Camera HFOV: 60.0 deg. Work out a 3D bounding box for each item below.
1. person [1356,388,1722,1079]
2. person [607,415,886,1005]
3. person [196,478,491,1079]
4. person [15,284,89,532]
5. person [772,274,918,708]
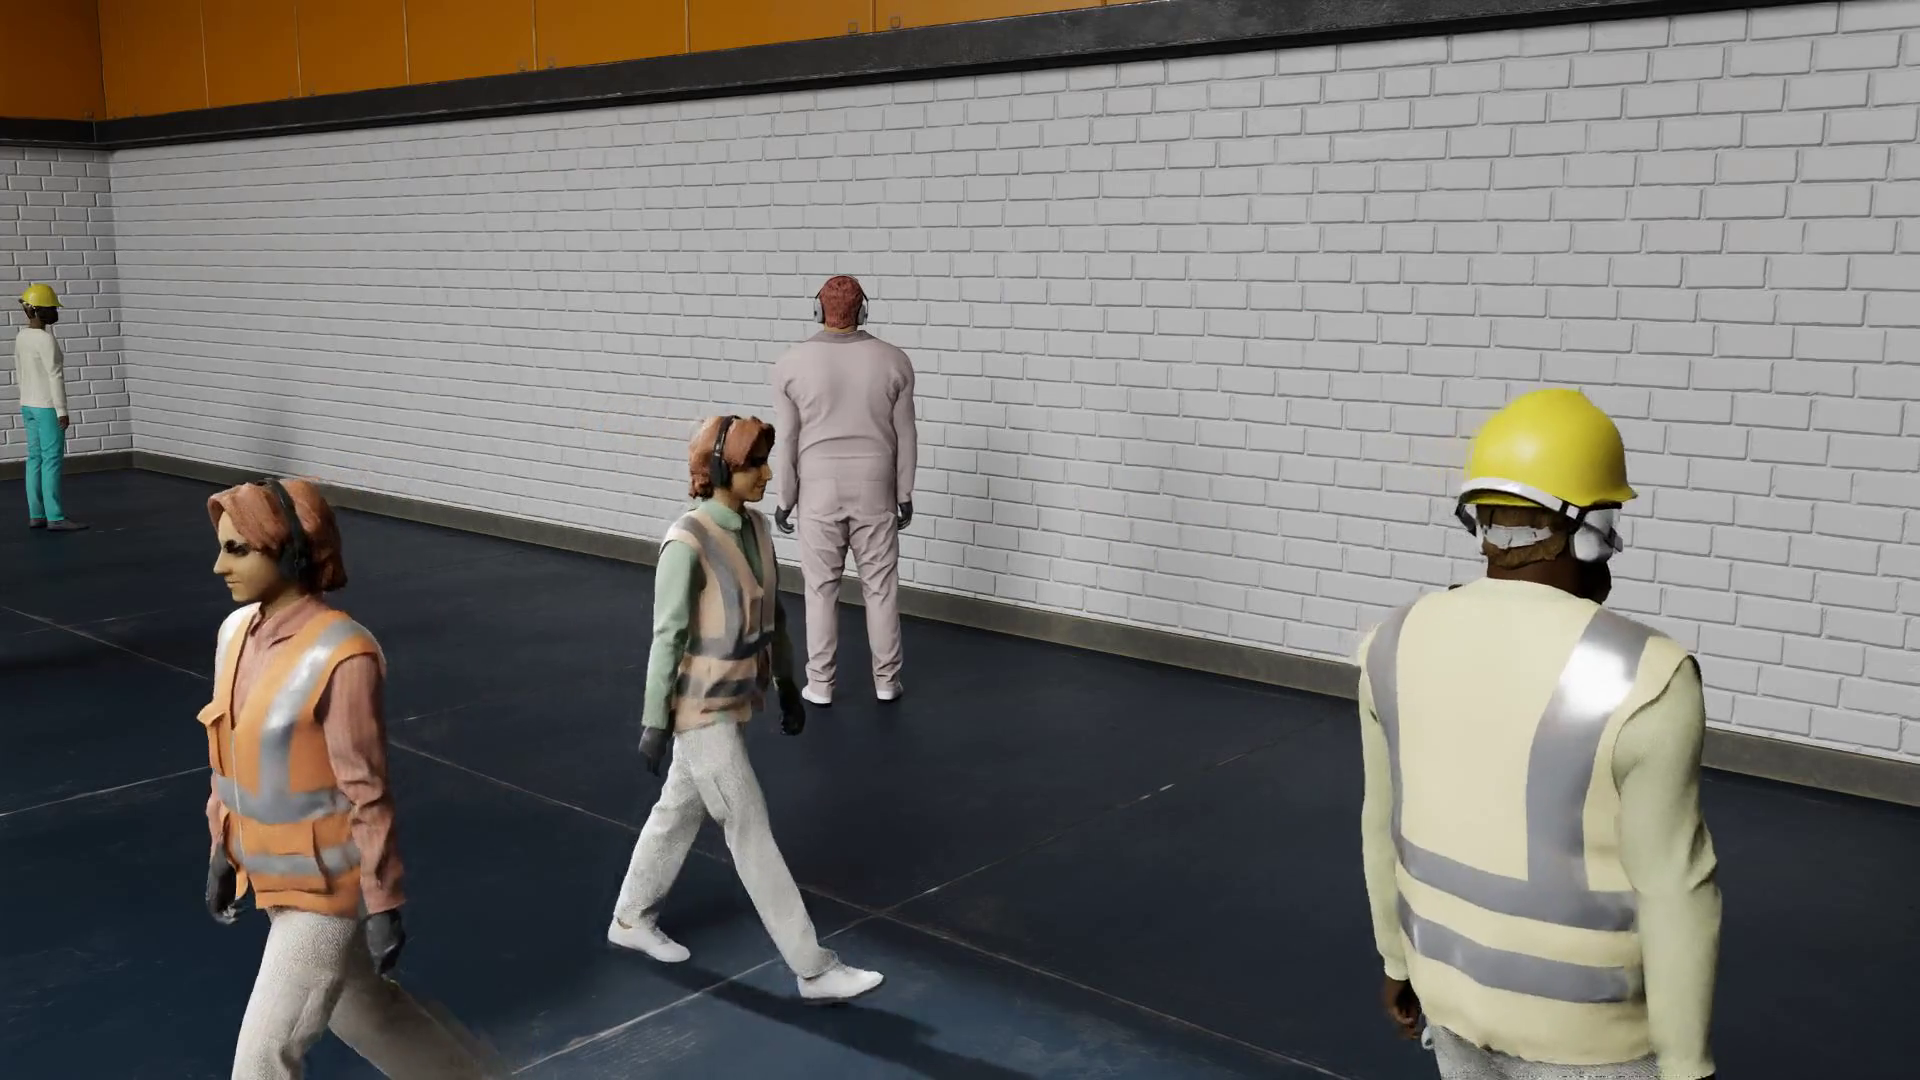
[{"bbox_3d":[0.872,0.675,2.571,0.626,1.815,0.625,-6,12,-30],"label":"person"},{"bbox_3d":[-0.631,0.452,4.511,0.903,1.585,0.523,3,10,16],"label":"person"},{"bbox_3d":[-1.255,0.658,3.289,0.529,1.599,0.848,9,14,43],"label":"person"},{"bbox_3d":[-6.544,-0.944,11.937,0.533,1.767,0.326,7,12,36],"label":"person"},{"bbox_3d":[-0.507,-0.209,7.349,0.638,1.911,0.402,-1,10,-8],"label":"person"}]
